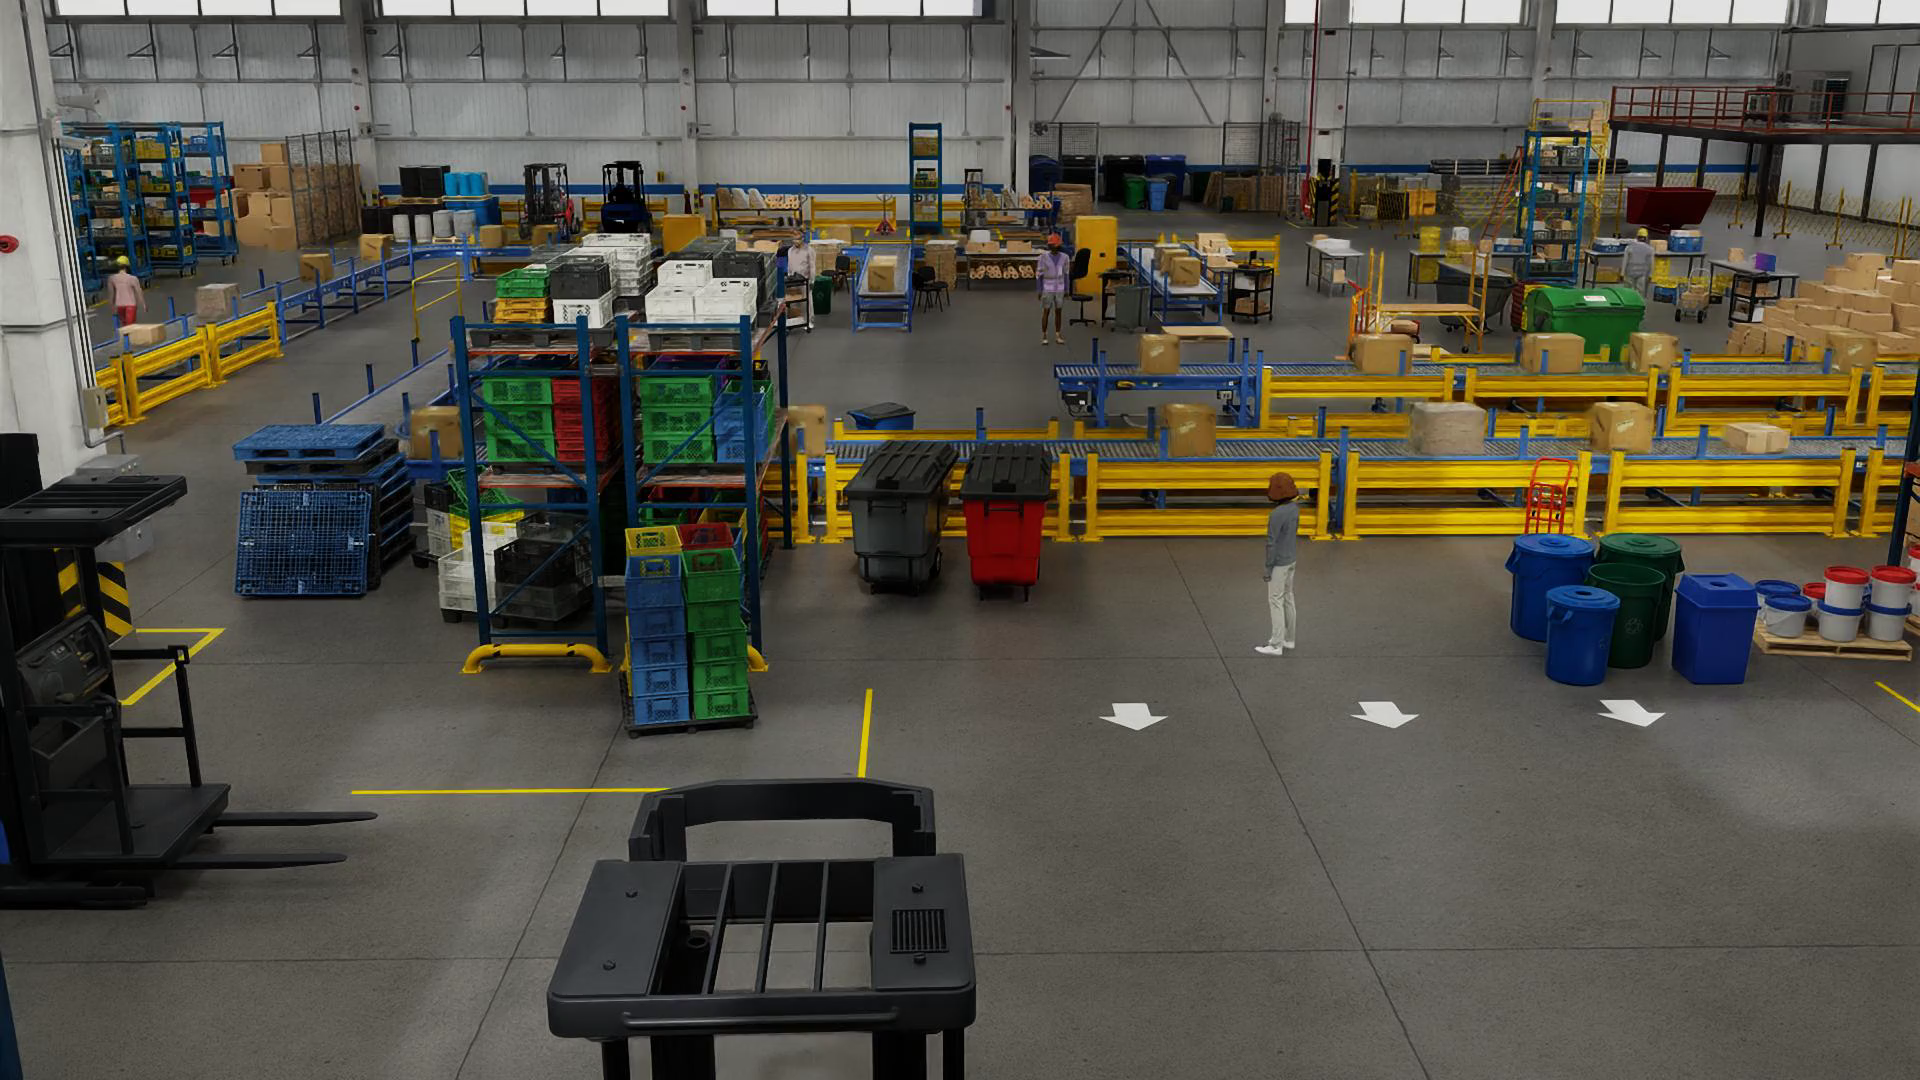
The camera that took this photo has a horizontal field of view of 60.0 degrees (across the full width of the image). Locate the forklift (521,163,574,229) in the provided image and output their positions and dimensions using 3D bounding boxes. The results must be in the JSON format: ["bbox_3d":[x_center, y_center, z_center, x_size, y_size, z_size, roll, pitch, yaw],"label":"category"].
[{"bbox_3d":[-12.233,-10.122,49.298,1.157,1.987,2.680,0,16,-1],"label":"forklift"}]

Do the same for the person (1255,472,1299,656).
[{"bbox_3d":[2.808,0.207,14.595,0.281,1.624,0.493,10,19,31],"label":"person"}]

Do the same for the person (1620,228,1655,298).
[{"bbox_3d":[13.816,-5.454,33.933,0.630,1.809,0.666,5,17,17],"label":"person"}]

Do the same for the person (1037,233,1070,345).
[{"bbox_3d":[1.727,-4.602,30.561,0.615,2.043,0.372,-4,16,-13],"label":"person"}]

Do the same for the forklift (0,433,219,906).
[{"bbox_3d":[-5.952,0.780,10.366,1.873,2.768,1.129,0,16,-1],"label":"forklift"}]

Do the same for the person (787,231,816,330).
[{"bbox_3d":[-3.108,-5.046,32.372,0.635,1.900,0.404,8,18,27],"label":"person"}]

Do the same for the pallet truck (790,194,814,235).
[{"bbox_3d":[-4.814,-9.883,50.259,0.704,1.261,1.522,-1,16,-3],"label":"pallet truck"}]

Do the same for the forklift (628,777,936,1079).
[{"bbox_3d":[-0.542,2.165,5.552,1.129,2.768,1.873,-1,16,-2],"label":"forklift"}]

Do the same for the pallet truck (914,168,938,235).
[{"bbox_3d":[-0.989,-10.316,50.507,0.823,1.965,1.885,1,16,3],"label":"pallet truck"}]

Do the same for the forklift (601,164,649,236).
[{"bbox_3d":[-9.948,-10.127,49.296,1.157,1.987,2.680,-1,16,-3],"label":"forklift"}]

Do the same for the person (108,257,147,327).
[{"bbox_3d":[-14.822,-4.190,29.694,0.554,1.716,0.895,0,16,-2],"label":"person"}]

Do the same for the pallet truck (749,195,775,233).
[{"bbox_3d":[-6.051,-9.967,50.660,0.680,1.201,1.601,0,16,-1],"label":"pallet truck"}]

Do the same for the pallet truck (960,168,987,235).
[{"bbox_3d":[0.383,-10.230,50.206,0.823,1.965,1.885,-1,16,-3],"label":"pallet truck"}]

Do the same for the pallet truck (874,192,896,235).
[{"bbox_3d":[-2.277,-9.986,50.594,0.653,1.274,1.630,0,16,-1],"label":"pallet truck"}]
